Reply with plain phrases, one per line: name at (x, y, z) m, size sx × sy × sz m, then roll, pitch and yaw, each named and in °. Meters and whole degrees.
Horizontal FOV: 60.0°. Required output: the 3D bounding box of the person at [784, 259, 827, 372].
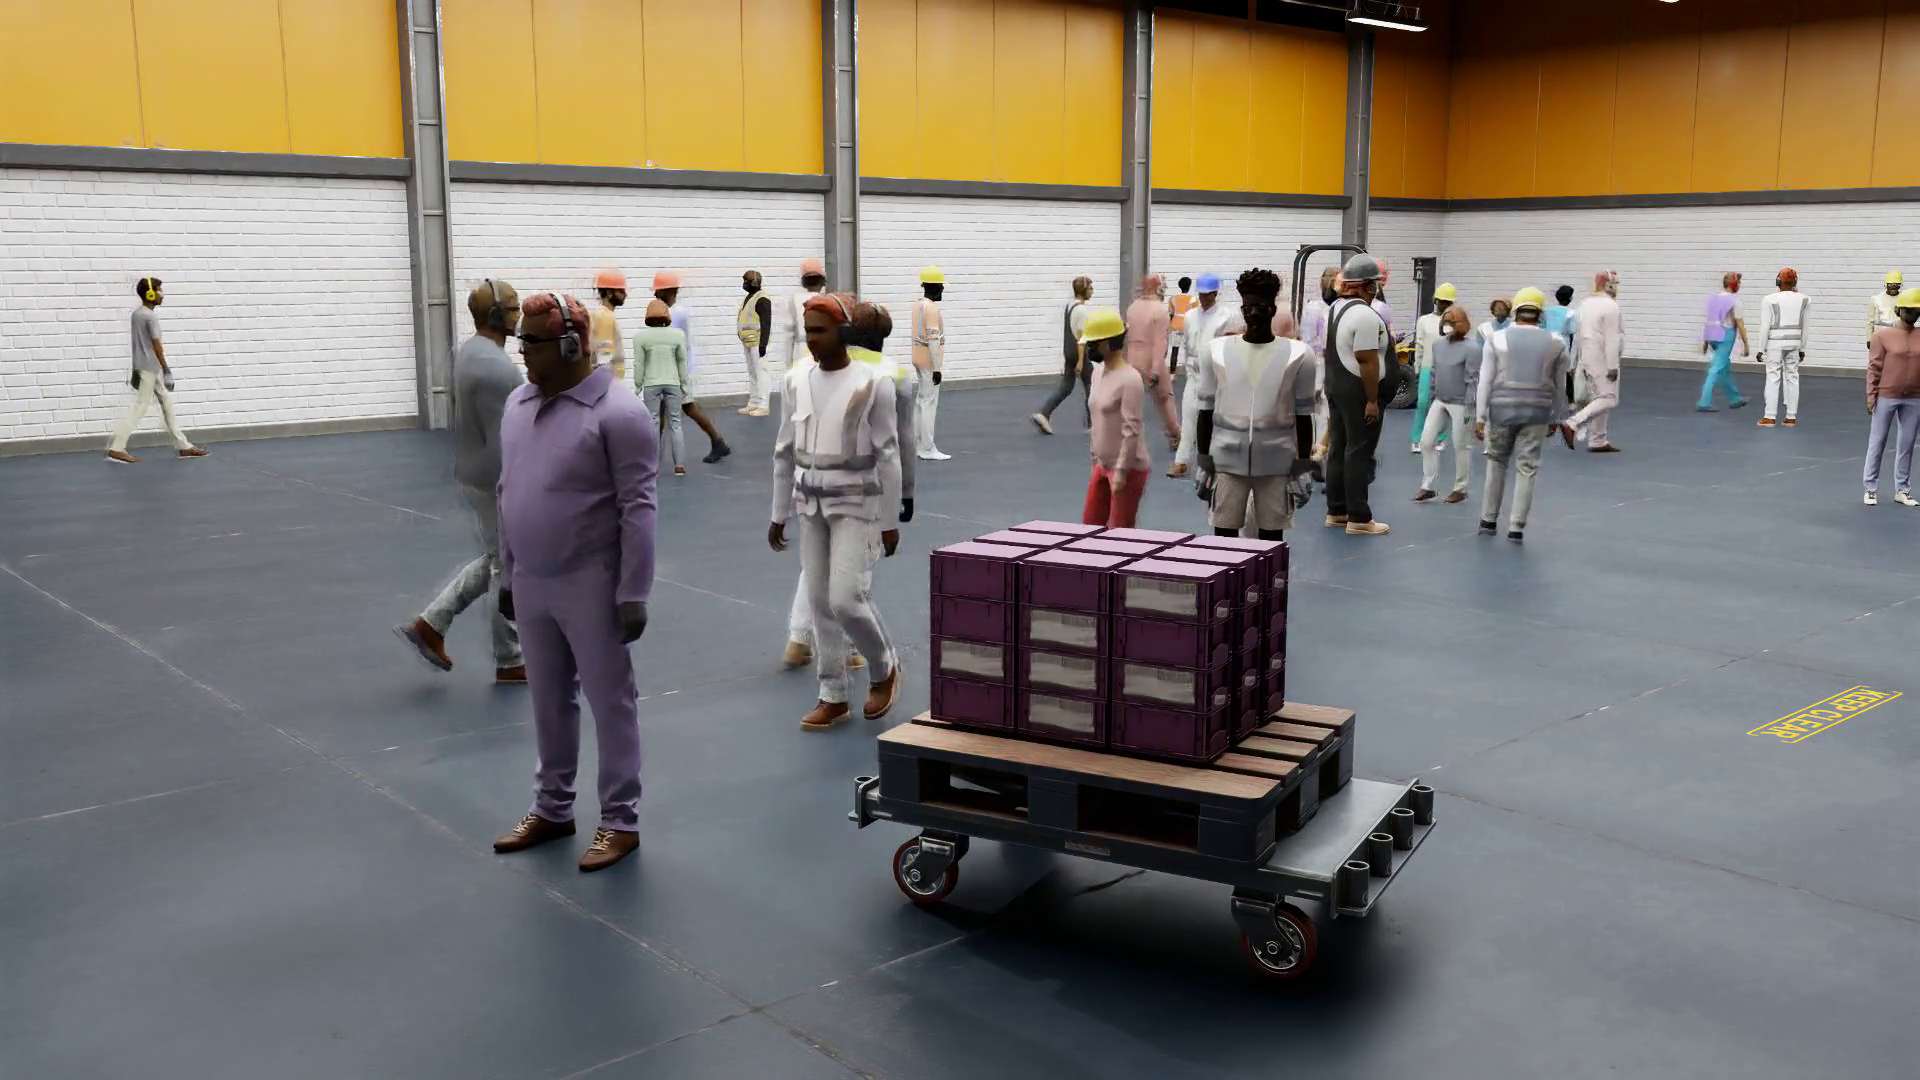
person at (-1.368, -1.737, 16.262) m, size 0.622 × 1.974 × 1.092 m, roll 4°, pitch 10°, yaw 20°

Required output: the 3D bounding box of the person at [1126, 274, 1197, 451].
person at (1.973, -1.809, 17.124) m, size 1.046 × 1.842 × 0.637 m, roll -7°, pitch 12°, yaw -35°

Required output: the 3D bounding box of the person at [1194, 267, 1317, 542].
person at (1.482, -0.385, 8.411) m, size 0.602 × 1.967 × 0.370 m, roll 2°, pitch 10°, yaw 13°

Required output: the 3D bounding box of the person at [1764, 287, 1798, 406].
person at (11.169, -2.637, 22.560) m, size 0.311 × 1.636 × 0.521 m, roll -9°, pitch 13°, yaw -42°

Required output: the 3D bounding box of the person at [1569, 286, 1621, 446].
person at (6.768, -1.860, 17.731) m, size 0.511 × 1.725 × 0.363 m, roll 4°, pitch 11°, yaw 23°

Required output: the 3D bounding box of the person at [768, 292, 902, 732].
person at (-0.541, -0.112, 7.085) m, size 0.594 × 1.872 × 0.407 m, roll 7°, pitch 12°, yaw 34°

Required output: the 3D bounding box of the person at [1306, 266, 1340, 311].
person at (4.010, -1.964, 17.795) m, size 0.637 × 1.920 × 0.633 m, roll -1°, pitch 10°, yaw -7°

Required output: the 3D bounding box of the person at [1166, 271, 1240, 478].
person at (2.322, -1.535, 15.396) m, size 0.621 × 1.892 × 1.010 m, roll 8°, pitch 12°, yaw 38°

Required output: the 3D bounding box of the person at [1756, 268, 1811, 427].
person at (9.754, -2.276, 19.730) m, size 0.575 × 1.883 × 0.362 m, roll 0°, pitch 10°, yaw 2°

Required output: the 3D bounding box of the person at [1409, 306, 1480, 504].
person at (3.930, -1.084, 13.500) m, size 0.593 × 1.611 × 0.518 m, roll -6°, pitch 12°, yaw -33°

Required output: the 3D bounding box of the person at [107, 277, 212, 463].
person at (-7.987, -1.671, 16.392) m, size 0.990 × 1.823 × 0.553 m, roll -8°, pitch 13°, yaw -40°

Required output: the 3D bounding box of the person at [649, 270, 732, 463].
person at (-2.717, -1.674, 16.194) m, size 0.956 × 1.896 × 0.538 m, roll -3°, pitch 10°, yaw -16°

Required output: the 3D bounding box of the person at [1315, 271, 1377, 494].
person at (3.322, -1.353, 14.210) m, size 0.554 × 1.921 × 0.559 m, roll 8°, pitch 12°, yaw 38°

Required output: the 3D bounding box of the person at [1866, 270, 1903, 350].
person at (13.006, -2.851, 23.276) m, size 0.592 × 1.825 × 0.403 m, roll 3°, pitch 10°, yaw 16°

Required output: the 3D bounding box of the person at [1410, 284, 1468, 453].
person at (4.959, -1.766, 17.159) m, size 0.544 × 1.738 × 0.570 m, roll 4°, pitch 10°, yaw 21°

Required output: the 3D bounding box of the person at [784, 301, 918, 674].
person at (-0.536, -0.252, 8.110) m, size 0.651 × 1.806 × 0.468 m, roll 3°, pitch 10°, yaw 17°

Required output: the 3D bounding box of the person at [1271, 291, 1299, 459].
person at (2.890, -1.593, 15.804) m, size 0.970 × 1.849 × 0.636 m, roll 0°, pitch 10°, yaw -2°

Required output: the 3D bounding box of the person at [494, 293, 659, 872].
person at (-1.304, 0.141, 5.525) m, size 0.640 × 1.904 × 0.401 m, roll 6°, pitch 11°, yaw 32°

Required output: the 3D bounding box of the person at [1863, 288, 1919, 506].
person at (7.622, -1.147, 13.498) m, size 0.532 × 1.776 × 0.350 m, roll 1°, pitch 10°, yaw 5°

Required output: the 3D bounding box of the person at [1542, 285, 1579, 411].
person at (7.750, -2.465, 21.511) m, size 0.862 × 1.648 × 0.537 m, roll -10°, pitch 14°, yaw -44°

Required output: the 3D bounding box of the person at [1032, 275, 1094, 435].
person at (1.266, -2.074, 18.772) m, size 0.888 × 1.818 × 0.516 m, roll -4°, pitch 10°, yaw -22°

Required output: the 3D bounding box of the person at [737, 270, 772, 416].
person at (-2.615, -2.499, 21.155) m, size 0.430 × 1.845 × 0.621 m, roll -5°, pitch 11°, yaw -27°

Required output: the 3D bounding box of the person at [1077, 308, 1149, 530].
person at (0.852, -0.376, 9.045) m, size 0.480 × 1.739 × 0.564 m, roll -4°, pitch 10°, yaw -20°

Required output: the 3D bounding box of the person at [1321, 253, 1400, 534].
person at (2.953, -1.071, 12.208) m, size 0.538 × 2.000 × 0.684 m, roll -2°, pitch 10°, yaw -12°

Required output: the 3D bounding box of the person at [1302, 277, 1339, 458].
person at (3.706, -1.708, 16.596) m, size 0.656 × 1.812 × 0.664 m, roll 8°, pitch 12°, yaw 38°

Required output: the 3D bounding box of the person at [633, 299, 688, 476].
person at (-2.753, -1.397, 15.308) m, size 0.498 × 1.633 × 0.279 m, roll -3°, pitch 10°, yaw -18°

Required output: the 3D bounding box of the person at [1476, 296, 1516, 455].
person at (5.548, -1.688, 17.043) m, size 0.543 × 1.617 × 0.512 m, roll 5°, pitch 11°, yaw 26°

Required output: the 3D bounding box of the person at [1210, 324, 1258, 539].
person at (1.682, -0.464, 9.867) m, size 0.561 × 1.617 × 0.539 m, roll -8°, pitch 13°, yaw -39°

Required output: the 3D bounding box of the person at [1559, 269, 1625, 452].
person at (6.499, -1.813, 16.984) m, size 0.662 × 1.889 × 0.664 m, roll 0°, pitch 10°, yaw -2°

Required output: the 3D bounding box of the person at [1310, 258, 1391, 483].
person at (3.396, -1.416, 14.330) m, size 0.566 × 2.009 × 0.607 m, roll -8°, pitch 13°, yaw -40°

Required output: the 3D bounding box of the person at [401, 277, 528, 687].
person at (-2.240, -0.249, 7.725) m, size 0.602 × 1.926 × 0.626 m, roll -5°, pitch 11°, yaw -25°

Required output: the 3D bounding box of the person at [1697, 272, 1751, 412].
person at (10.019, -2.556, 21.580) m, size 0.917 × 1.800 × 0.600 m, roll -2°, pitch 10°, yaw -10°

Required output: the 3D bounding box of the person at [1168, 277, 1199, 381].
person at (3.615, -3.403, 26.895) m, size 0.529 × 1.691 × 0.320 m, roll 4°, pitch 10°, yaw 21°

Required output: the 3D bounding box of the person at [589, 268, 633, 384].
person at (-2.877, -1.311, 13.962) m, size 0.528 × 1.919 × 0.580 m, roll -3°, pitch 10°, yaw -15°

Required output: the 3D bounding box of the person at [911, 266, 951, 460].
person at (-0.292, -1.760, 16.577) m, size 0.372 × 1.925 × 0.595 m, roll -3°, pitch 10°, yaw -16°

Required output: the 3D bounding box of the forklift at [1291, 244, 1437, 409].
forklift at (5.256, -2.933, 22.661) m, size 2.313 × 2.155 × 1.214 m, roll 3°, pitch 10°, yaw 16°

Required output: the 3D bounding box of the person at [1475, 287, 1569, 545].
person at (3.988, -0.893, 11.861) m, size 0.614 × 1.797 × 0.769 m, roll 2°, pitch 10°, yaw 14°
